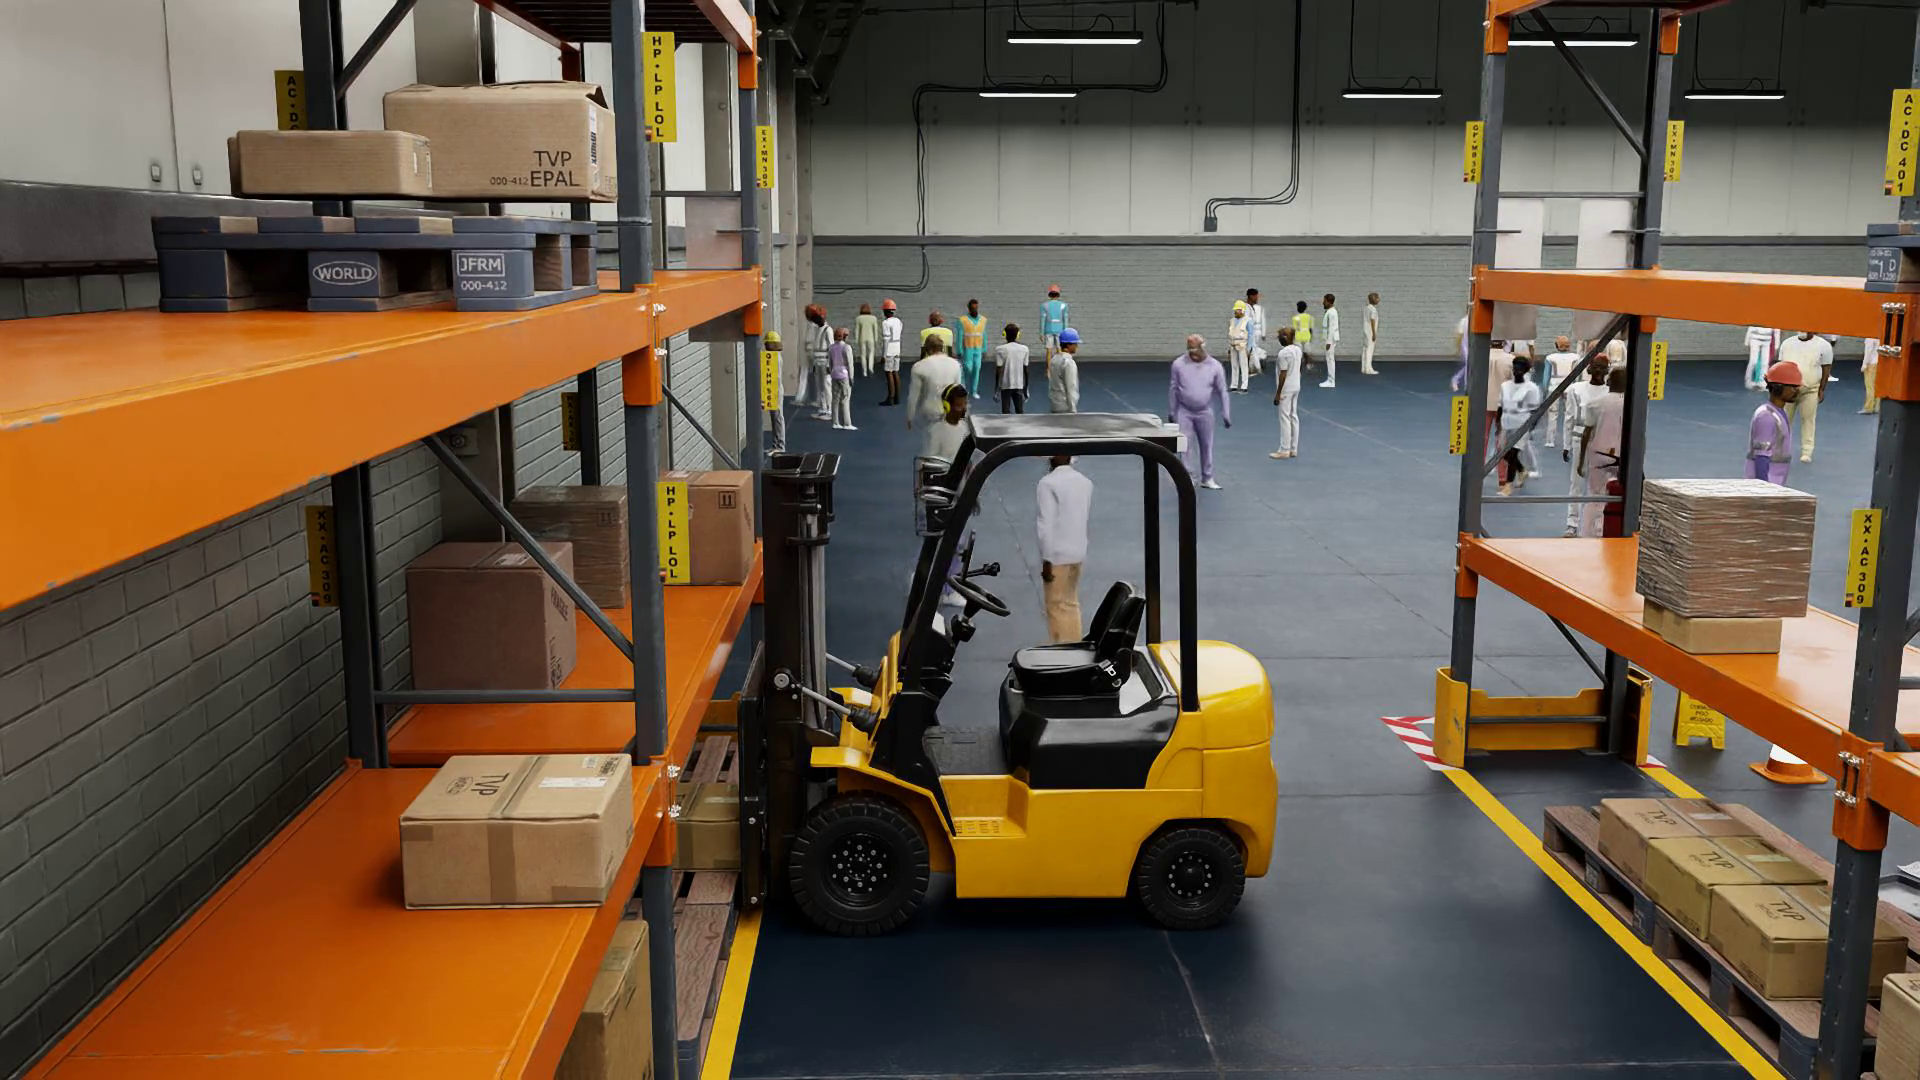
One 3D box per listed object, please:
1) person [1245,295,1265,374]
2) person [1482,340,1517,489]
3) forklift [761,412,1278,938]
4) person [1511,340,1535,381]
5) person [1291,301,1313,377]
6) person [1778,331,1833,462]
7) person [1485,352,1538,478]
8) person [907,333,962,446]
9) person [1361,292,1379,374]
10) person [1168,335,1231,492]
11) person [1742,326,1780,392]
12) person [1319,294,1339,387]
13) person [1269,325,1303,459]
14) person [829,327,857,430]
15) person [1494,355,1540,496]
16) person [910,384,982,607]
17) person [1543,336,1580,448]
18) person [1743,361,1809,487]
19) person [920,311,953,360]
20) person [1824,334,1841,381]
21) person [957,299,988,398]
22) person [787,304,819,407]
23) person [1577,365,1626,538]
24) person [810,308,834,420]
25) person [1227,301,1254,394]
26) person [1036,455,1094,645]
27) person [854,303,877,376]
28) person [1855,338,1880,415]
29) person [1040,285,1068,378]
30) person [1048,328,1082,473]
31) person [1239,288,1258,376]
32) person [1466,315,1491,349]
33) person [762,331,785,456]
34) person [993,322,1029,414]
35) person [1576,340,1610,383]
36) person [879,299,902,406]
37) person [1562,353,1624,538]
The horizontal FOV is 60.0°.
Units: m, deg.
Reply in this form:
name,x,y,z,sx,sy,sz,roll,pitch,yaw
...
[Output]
name,x,y,z,sx,sy,sz,roll,pitch,yaw
person,6.675,-4.691,37.790,0.571,1.841,0.962,-5,11,-27
person,6.490,-1.618,20.197,0.610,1.996,0.379,5,11,26
forklift,0.291,0.548,7.580,2.313,2.155,1.214,0,10,-2
person,9.526,-2.973,28.098,0.329,1.872,0.511,-5,11,-26
person,7.529,-4.433,36.725,0.555,1.686,0.357,-4,11,-19
person,11.437,-2.082,22.656,0.676,2.000,0.536,10,14,43
person,6.985,-1.582,21.137,0.844,1.587,0.505,2,10,13
person,-0.348,-1.483,19.662,0.662,1.913,0.773,-5,12,-28
person,9.286,-4.670,37.619,0.344,1.845,0.506,-1,10,-5
person,2.868,-1.503,19.902,0.736,1.869,0.724,1,10,7
person,16.027,-3.903,33.284,0.646,1.873,0.677,0,10,1
person,7.641,-4.115,34.327,0.373,1.916,0.596,2,10,12
person,4.502,-2.032,22.930,0.345,1.844,0.504,9,13,40
person,-1.884,-2.563,26.466,0.512,1.637,0.309,9,13,41
person,6.572,-1.346,19.577,0.627,1.672,0.540,-6,12,-31
person,-0.099,-0.356,13.588,0.443,1.849,0.551,6,12,31
person,8.728,-2.145,24.158,0.518,1.632,0.313,2,10,9
person,6.623,-0.445,13.577,0.419,2.034,0.605,7,12,34
person,-0.389,-2.874,27.616,0.570,1.843,0.372,-4,11,-19
person,18.821,-4.373,35.778,0.395,1.919,0.582,7,12,33
person,0.250,-3.651,31.795,0.591,1.905,0.439,-5,11,-26
person,-2.758,-3.313,29.989,0.759,1.864,0.610,-9,13,-40
person,6.183,-0.752,15.845,0.582,1.826,0.408,4,11,21
person,-2.315,-2.970,28.042,0.338,1.882,0.582,-6,12,-31
person,5.503,-3.801,32.811,0.404,1.831,0.601,-8,13,-36
person,0.662,0.115,11.364,0.384,1.703,0.712,7,12,33
person,-2.102,-4.462,37.057,0.520,1.620,0.341,-1,10,-6
person,15.820,-3.056,28.840,0.525,1.772,0.306,-7,12,-33
person,2.051,-4.560,36.456,0.610,2.043,0.397,-1,10,-3
person,1.286,-1.624,20.404,0.409,1.943,0.614,-3,11,-19
person,6.443,-4.628,37.084,0.376,1.958,0.608,5,11,24
person,10.356,-3.871,33.067,0.680,1.887,0.604,1,10,5
person,-2.621,-2.054,23.334,0.294,1.744,0.486,-3,11,-15
person,0.713,-2.101,23.244,0.516,1.871,0.325,-3,11,-15
person,8.827,-1.983,23.258,0.317,1.631,0.527,-7,13,-35
person,-1.285,-3.418,30.388,0.360,1.938,0.546,5,11,27
person,6.362,-0.939,16.730,0.574,1.884,0.356,5,11,24
